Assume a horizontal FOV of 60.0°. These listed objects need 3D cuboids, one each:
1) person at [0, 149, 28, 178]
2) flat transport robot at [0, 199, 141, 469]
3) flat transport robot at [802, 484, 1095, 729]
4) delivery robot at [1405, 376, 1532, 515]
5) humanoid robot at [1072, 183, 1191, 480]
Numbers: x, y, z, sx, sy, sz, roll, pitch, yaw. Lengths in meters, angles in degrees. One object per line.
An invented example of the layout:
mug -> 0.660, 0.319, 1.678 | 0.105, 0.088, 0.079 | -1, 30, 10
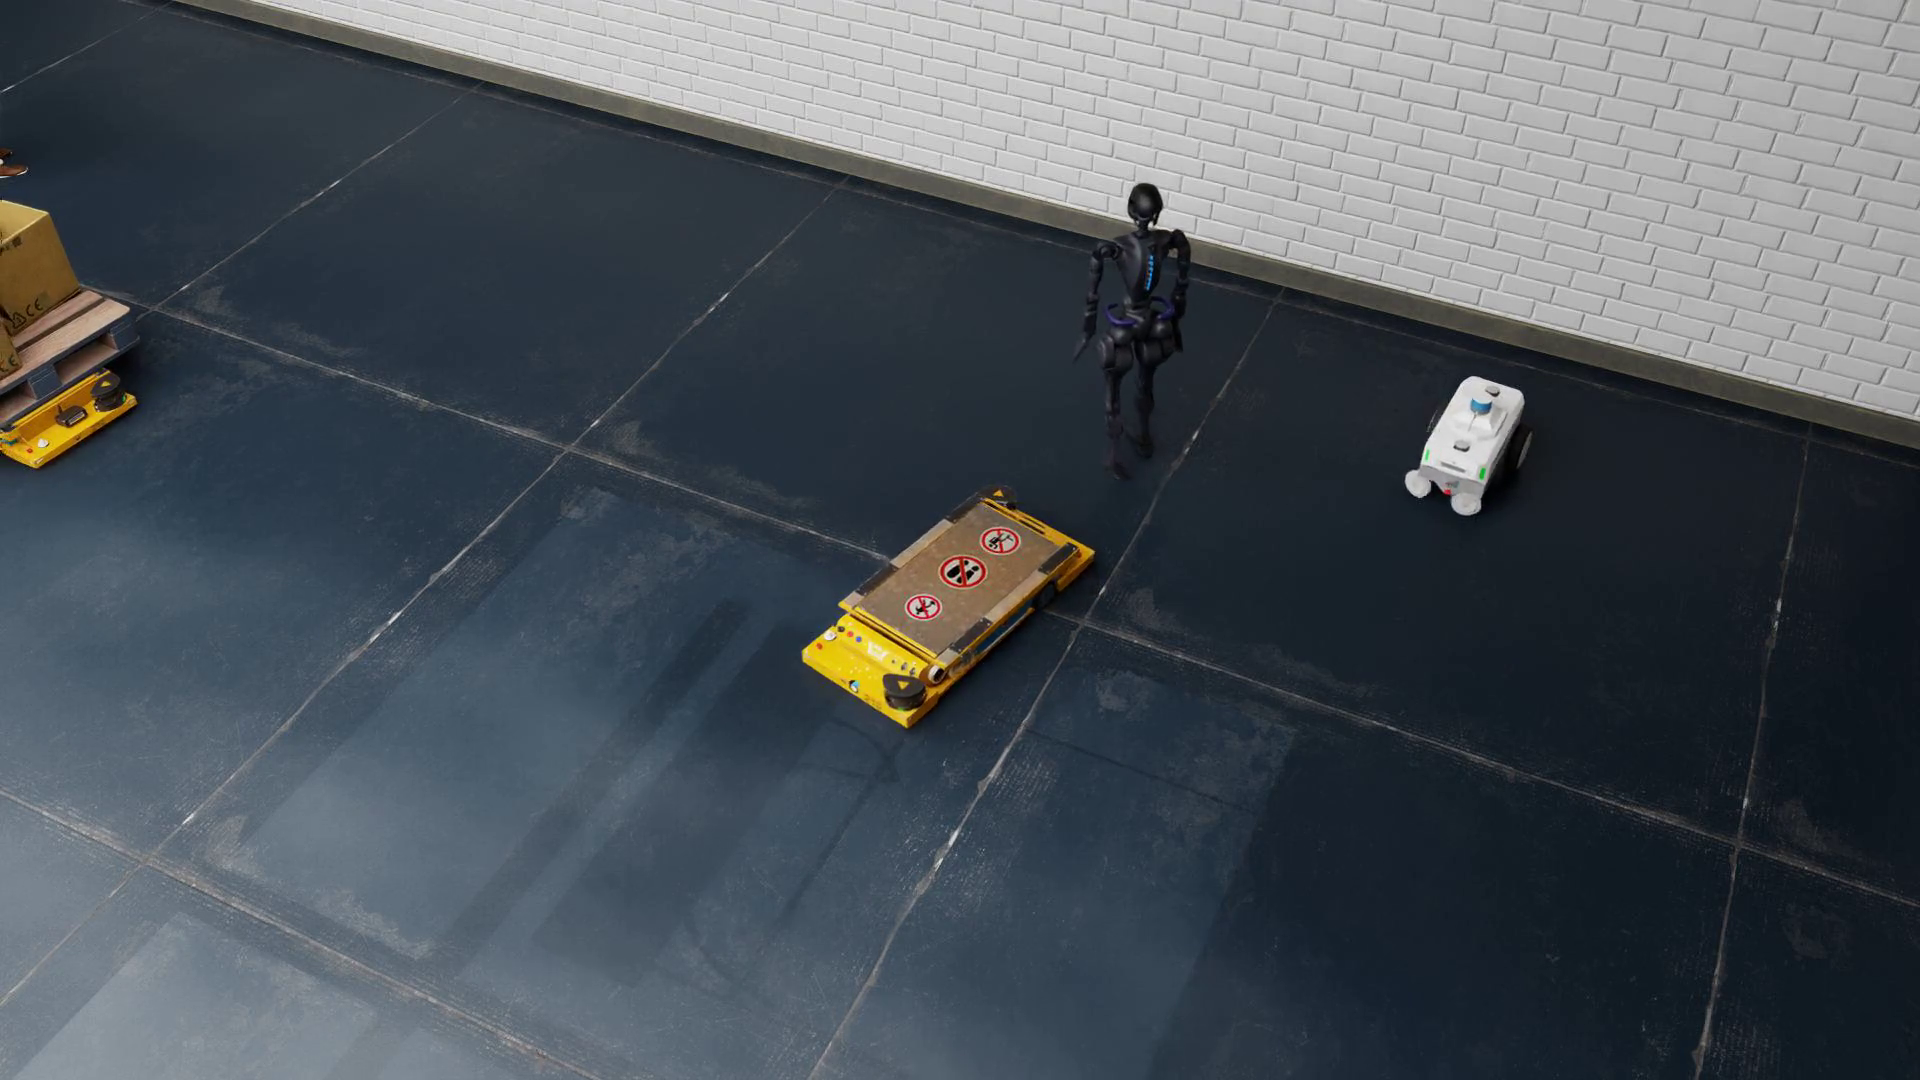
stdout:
person -> -6.437, -3.085, 10.579 | 0.291, 1.632, 0.496 | -30, 50, -28
flat transport robot -> -5.311, -0.857, 9.179 | 1.431, 0.231, 0.659 | 22, 47, 22
flat transport robot -> -0.033, 0.278, 7.955 | 0.659, 0.231, 1.431 | 29, 50, 28
delivery robot -> 2.646, -0.521, 8.621 | 0.520, 0.613, 0.784 | 21, 47, 21
humanoid robot -> 0.868, -1.049, 8.357 | 0.583, 1.655, 0.353 | -12, 44, -13
